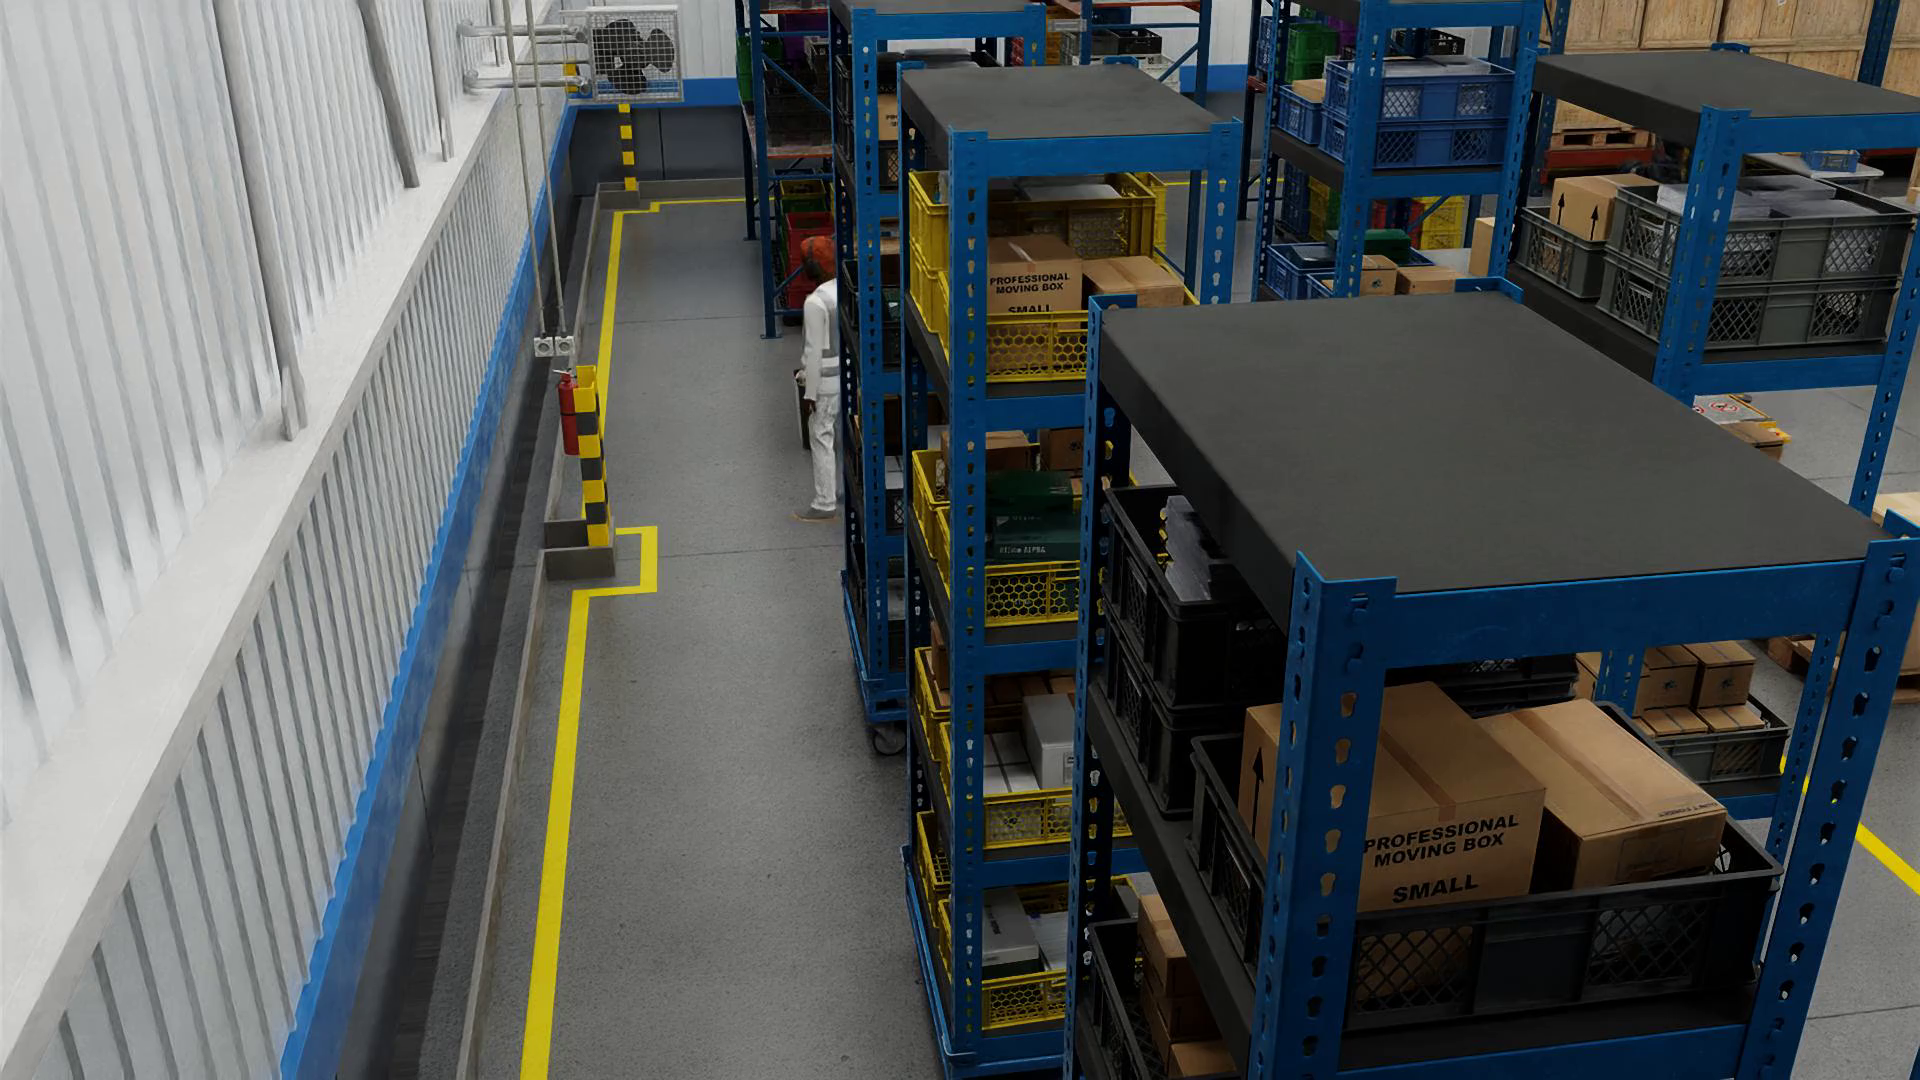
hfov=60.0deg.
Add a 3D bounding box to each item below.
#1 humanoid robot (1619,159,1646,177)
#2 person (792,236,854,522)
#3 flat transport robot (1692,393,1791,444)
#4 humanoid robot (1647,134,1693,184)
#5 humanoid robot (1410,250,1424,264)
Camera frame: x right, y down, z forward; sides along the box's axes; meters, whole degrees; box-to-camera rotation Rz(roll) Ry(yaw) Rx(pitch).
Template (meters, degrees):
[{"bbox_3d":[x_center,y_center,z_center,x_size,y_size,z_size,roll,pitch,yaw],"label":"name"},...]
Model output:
[{"bbox_3d":[5.342,-2.269,13.528,0.331,1.657,0.599,-14,28,-28],"label":"humanoid robot"},{"bbox_3d":[-0.859,-1.013,10.590,0.417,1.875,0.587,9,26,18],"label":"person"},{"bbox_3d":[5.224,-0.859,12.132,1.431,0.197,0.652,-4,25,-8],"label":"flat transport robot"},{"bbox_3d":[7.005,-3.578,16.408,0.654,1.623,0.434,-10,27,-21],"label":"humanoid robot"},{"bbox_3d":[2.905,-1.166,11.227,0.666,1.638,0.601,21,32,38],"label":"humanoid robot"}]
